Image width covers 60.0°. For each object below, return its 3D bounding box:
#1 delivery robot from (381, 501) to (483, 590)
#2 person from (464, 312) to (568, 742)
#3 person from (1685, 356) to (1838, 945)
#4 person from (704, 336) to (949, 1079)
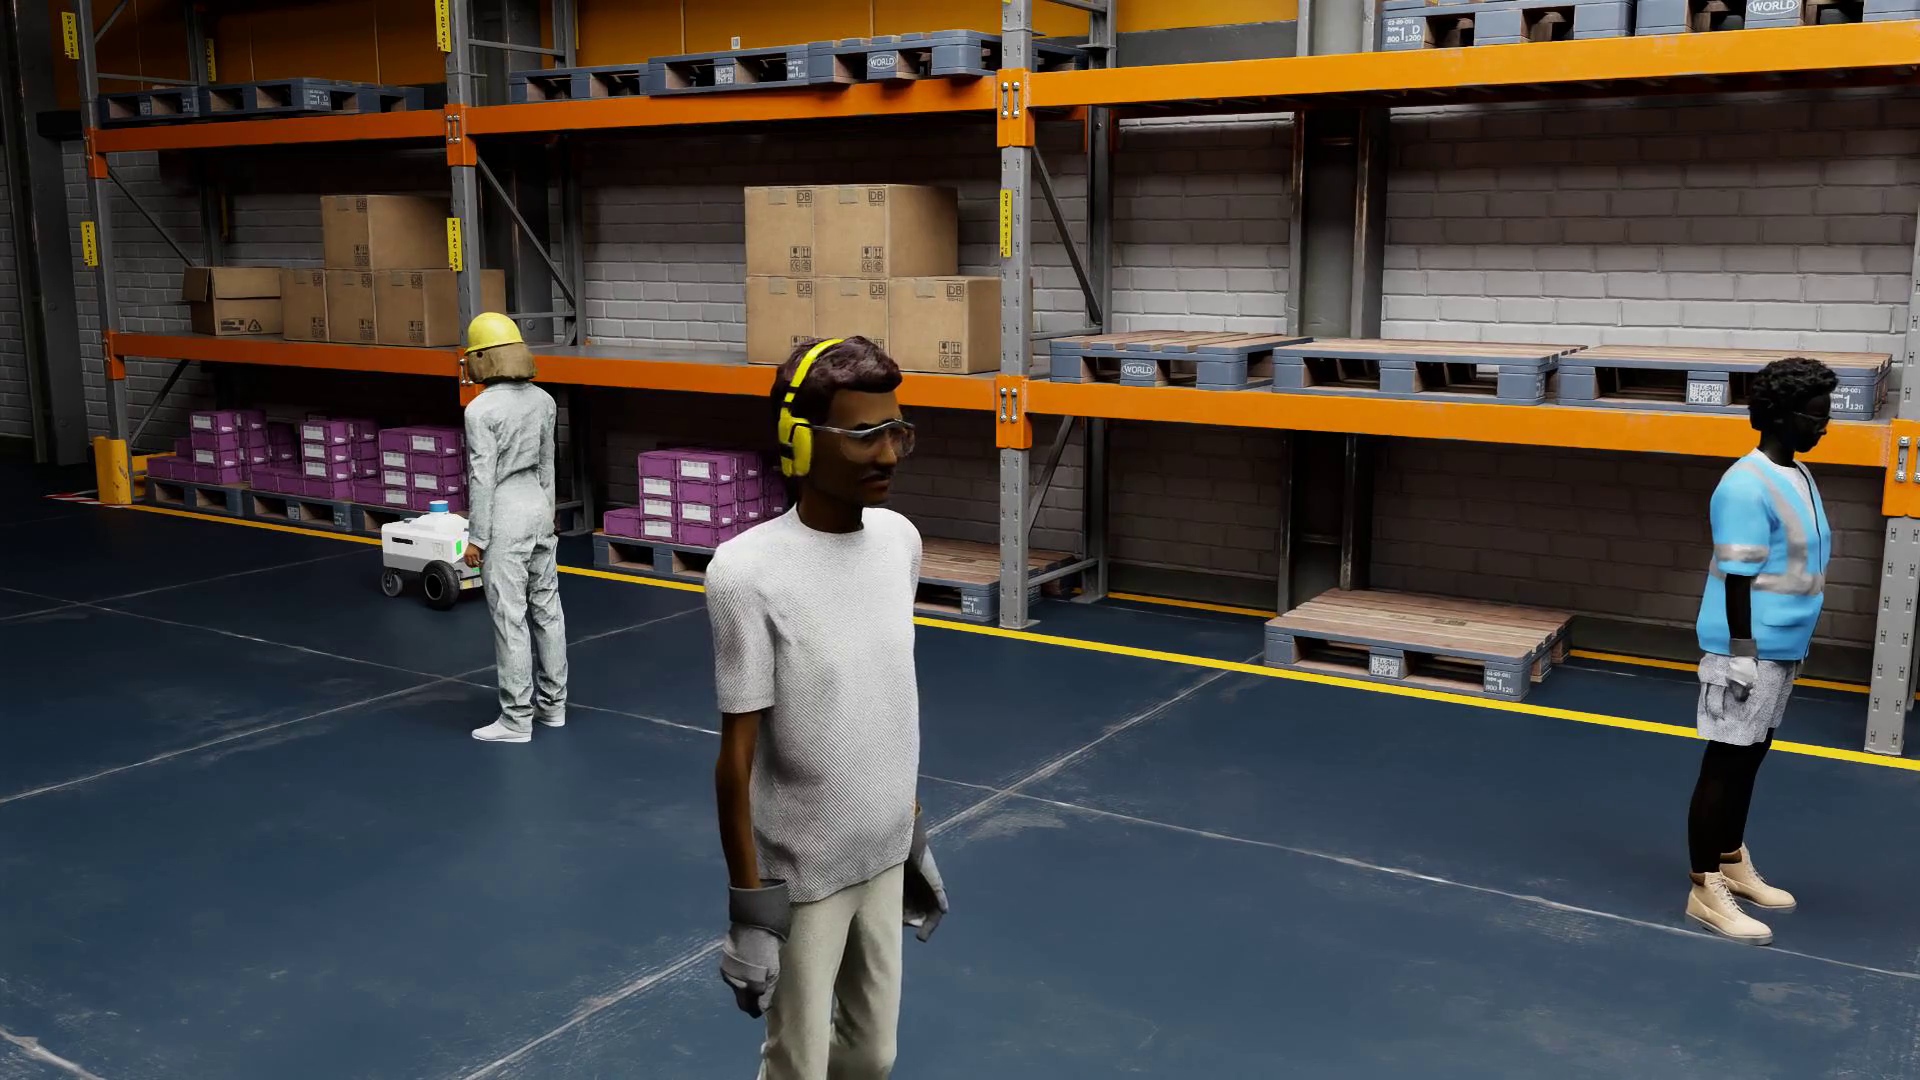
[{"bbox_3d":[-2.925,0.021,9.370,0.707,0.478,0.477,7,12,33],"label":"delivery robot"},{"bbox_3d":[-1.831,-0.048,6.745,0.305,1.736,0.484,5,11,24],"label":"person"},{"bbox_3d":[2.342,0.310,4.872,0.319,1.694,0.533,9,13,40],"label":"person"},{"bbox_3d":[-0.205,0.582,2.886,0.315,1.866,0.534,7,13,36],"label":"person"}]
